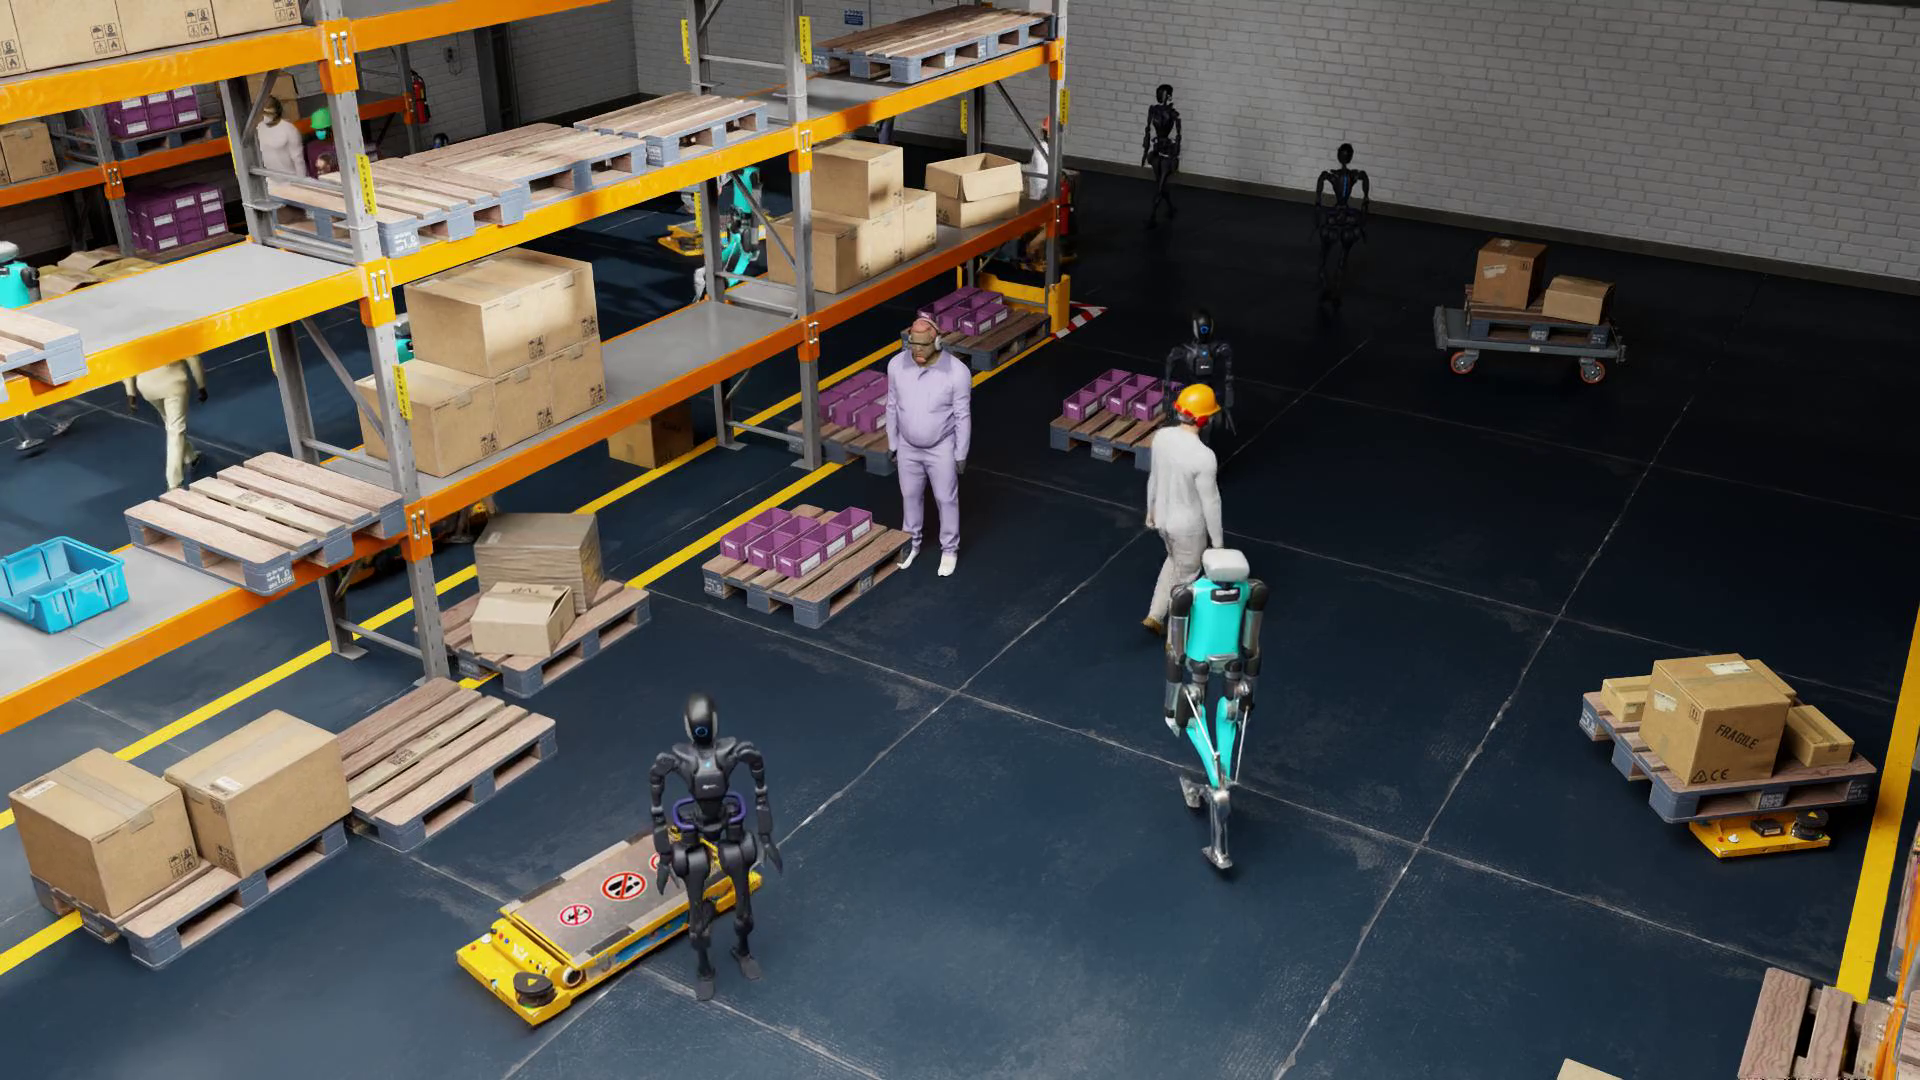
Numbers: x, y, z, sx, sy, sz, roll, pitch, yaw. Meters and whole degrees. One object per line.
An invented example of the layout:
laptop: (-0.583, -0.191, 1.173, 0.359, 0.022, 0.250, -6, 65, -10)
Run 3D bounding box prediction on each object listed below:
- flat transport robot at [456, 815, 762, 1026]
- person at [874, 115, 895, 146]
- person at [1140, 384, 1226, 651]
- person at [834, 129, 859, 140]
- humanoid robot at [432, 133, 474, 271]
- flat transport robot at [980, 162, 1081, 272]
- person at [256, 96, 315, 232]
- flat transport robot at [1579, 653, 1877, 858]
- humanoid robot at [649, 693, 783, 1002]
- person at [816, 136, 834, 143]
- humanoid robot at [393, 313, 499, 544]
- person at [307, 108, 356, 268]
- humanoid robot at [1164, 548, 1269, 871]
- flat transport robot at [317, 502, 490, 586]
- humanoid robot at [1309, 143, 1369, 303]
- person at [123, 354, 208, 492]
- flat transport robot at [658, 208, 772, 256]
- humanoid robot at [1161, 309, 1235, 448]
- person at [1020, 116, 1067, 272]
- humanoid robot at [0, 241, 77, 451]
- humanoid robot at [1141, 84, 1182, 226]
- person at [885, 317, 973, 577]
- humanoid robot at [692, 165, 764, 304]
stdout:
flat transport robot: (-1.765, 1.892, 8.470, 0.659, 0.231, 1.431, 23, 35, 37)
person: (-0.971, -5.353, 21.236, 0.287, 1.633, 0.497, 7, 28, 14)
person: (1.447, -0.122, 10.653, 0.431, 1.885, 0.618, -18, 32, -31)
person: (-1.210, -3.312, 17.037, 0.822, 1.828, 0.510, 8, 28, 15)
humanoid robot: (-5.298, -3.431, 17.418, 0.608, 1.639, 0.589, -2, 27, -5)
flat transport robot: (0.552, -3.293, 18.686, 1.431, 0.231, 0.659, 20, 33, 34)
person: (-7.302, -3.905, 18.103, 0.626, 1.899, 0.940, 13, 30, 23)
flat transport robot: (4.297, 1.314, 9.609, 0.659, 0.231, 1.431, -4, 27, -8)
humanoid robot: (-1.142, 1.423, 7.833, 0.602, 1.653, 0.314, -7, 28, -13)
person: (-1.514, -5.032, 20.425, 0.658, 1.785, 0.962, -23, 35, -37)
humanoid robot: (-3.652, -0.727, 12.014, 0.852, 1.774, 0.614, 20, 33, 34)
person: (-6.496, -3.567, 17.381, 0.493, 1.931, 0.623, 6, 28, 12)
humanoid robot: (1.394, 0.944, 8.735, 0.556, 1.737, 1.044, -6, 28, -13)
flat transport robot: (-4.239, -0.065, 12.325, 0.659, 0.231, 1.431, 16, 31, 29)
humanoid robot: (3.886, -3.220, 16.982, 0.591, 1.644, 0.414, 1, 27, 2)
person: (-6.220, -1.217, 13.013, 0.571, 1.696, 0.937, -2, 27, -4)
flat transport robot: (-2.702, -3.549, 19.191, 1.431, 0.231, 0.659, -19, 33, -33)
humanoid robot: (1.791, -0.966, 12.545, 0.584, 1.650, 0.367, -5, 27, -10)
person: (0.913, -3.684, 17.842, 0.427, 1.720, 0.602, 6, 27, 11)
humanoid robot: (-7.717, -1.509, 13.548, 0.548, 1.766, 0.928, 11, 29, 20)
humanoid robot: (2.401, -4.578, 19.710, 0.777, 1.628, 0.603, -21, 34, -36)
person: (-0.235, -0.656, 11.695, 0.644, 1.900, 0.401, 10, 29, 19)
humanoid robot: (-2.389, -2.904, 16.346, 0.992, 1.769, 0.551, -16, 31, -29)
